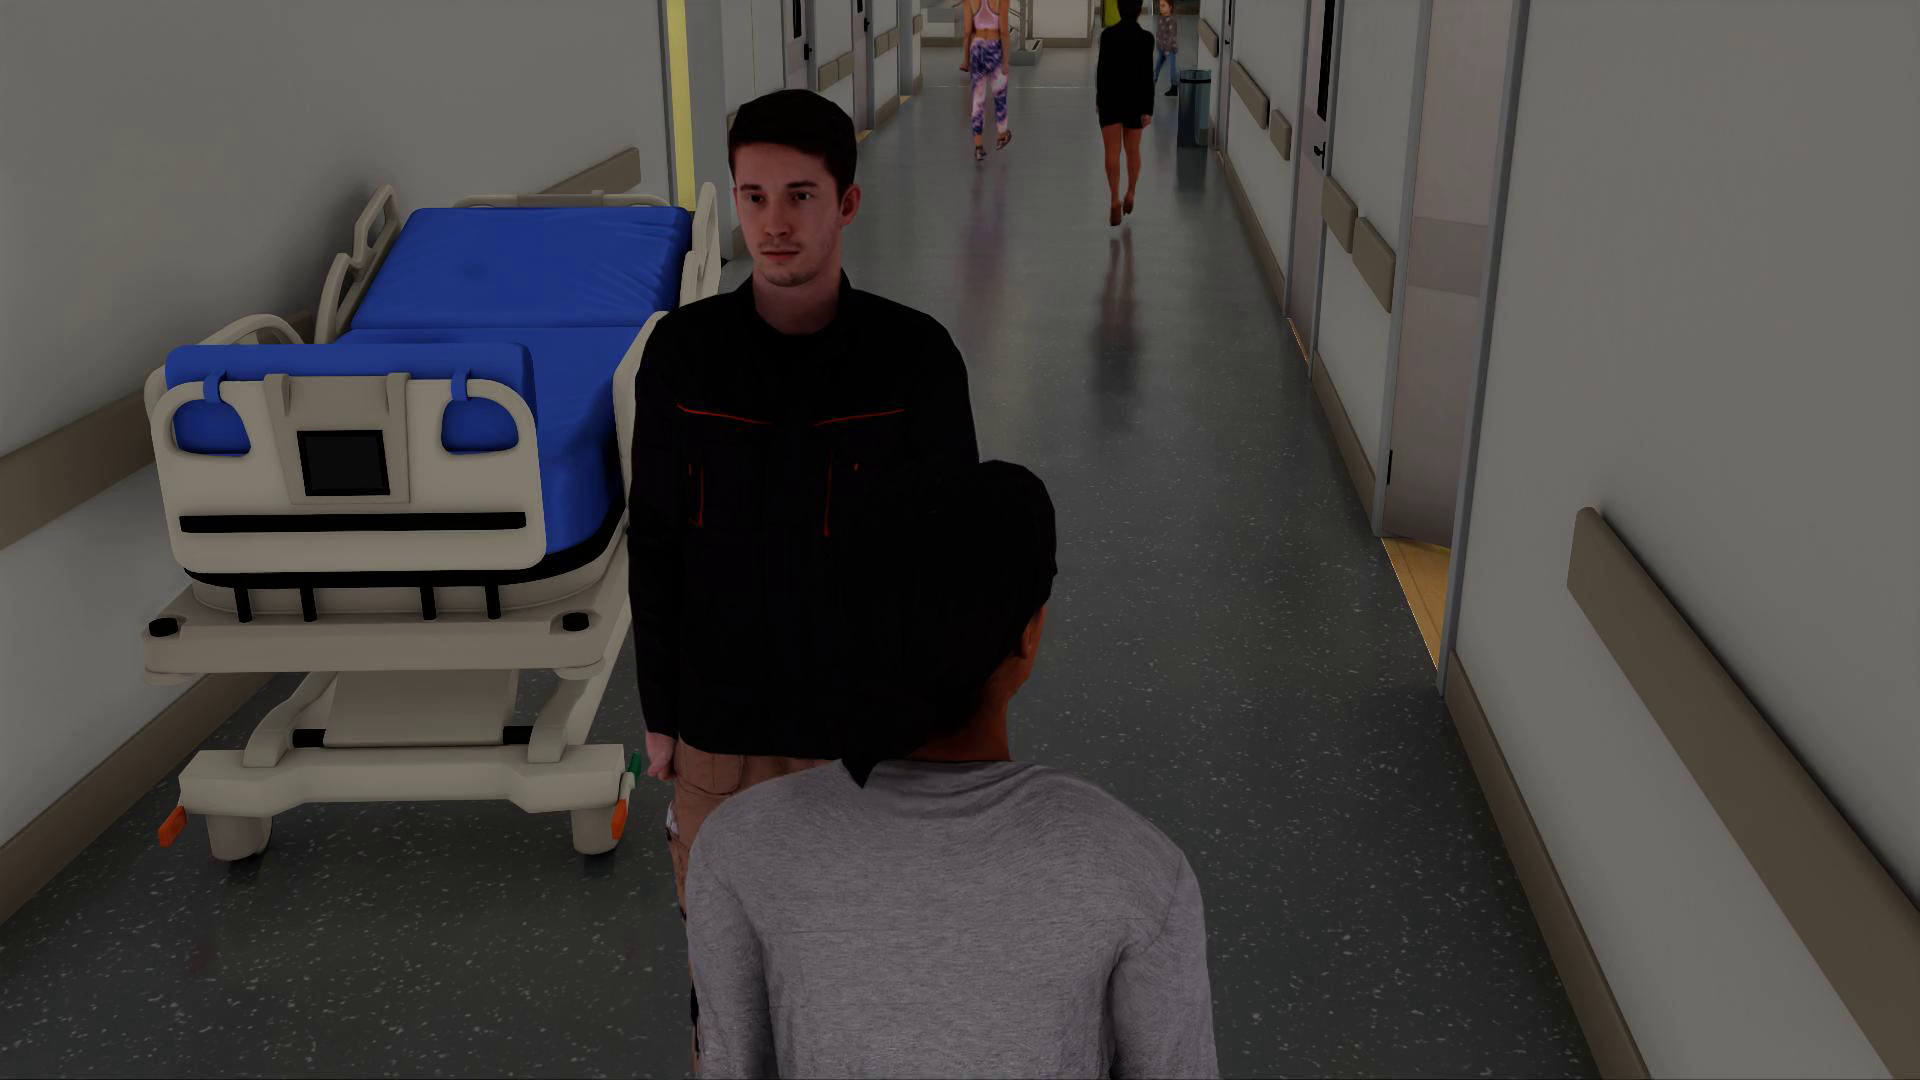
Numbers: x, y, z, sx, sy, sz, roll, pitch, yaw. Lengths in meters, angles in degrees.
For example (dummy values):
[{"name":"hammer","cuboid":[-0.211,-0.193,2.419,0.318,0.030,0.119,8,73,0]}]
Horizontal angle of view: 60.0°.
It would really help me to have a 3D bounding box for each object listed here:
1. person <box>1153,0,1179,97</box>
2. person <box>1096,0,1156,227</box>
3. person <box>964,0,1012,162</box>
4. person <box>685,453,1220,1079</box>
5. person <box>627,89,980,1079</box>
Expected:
[{"name":"person","cuboid":[2.556,-5.973,20.174,0.840,1.172,0.748,-13,24,-30]},{"name":"person","cuboid":[1.137,-2.983,11.683,0.940,1.594,0.642,1,21,2]},{"name":"person","cuboid":[0.226,-4.218,14.779,1.147,1.712,0.777,5,21,12]},{"name":"person","cuboid":[-0.033,0.805,1.537,1.152,1.697,0.867,6,22,16]},{"name":"person","cuboid":[-0.236,0.288,2.581,0.548,1.925,0.761,0,21,1]}]
